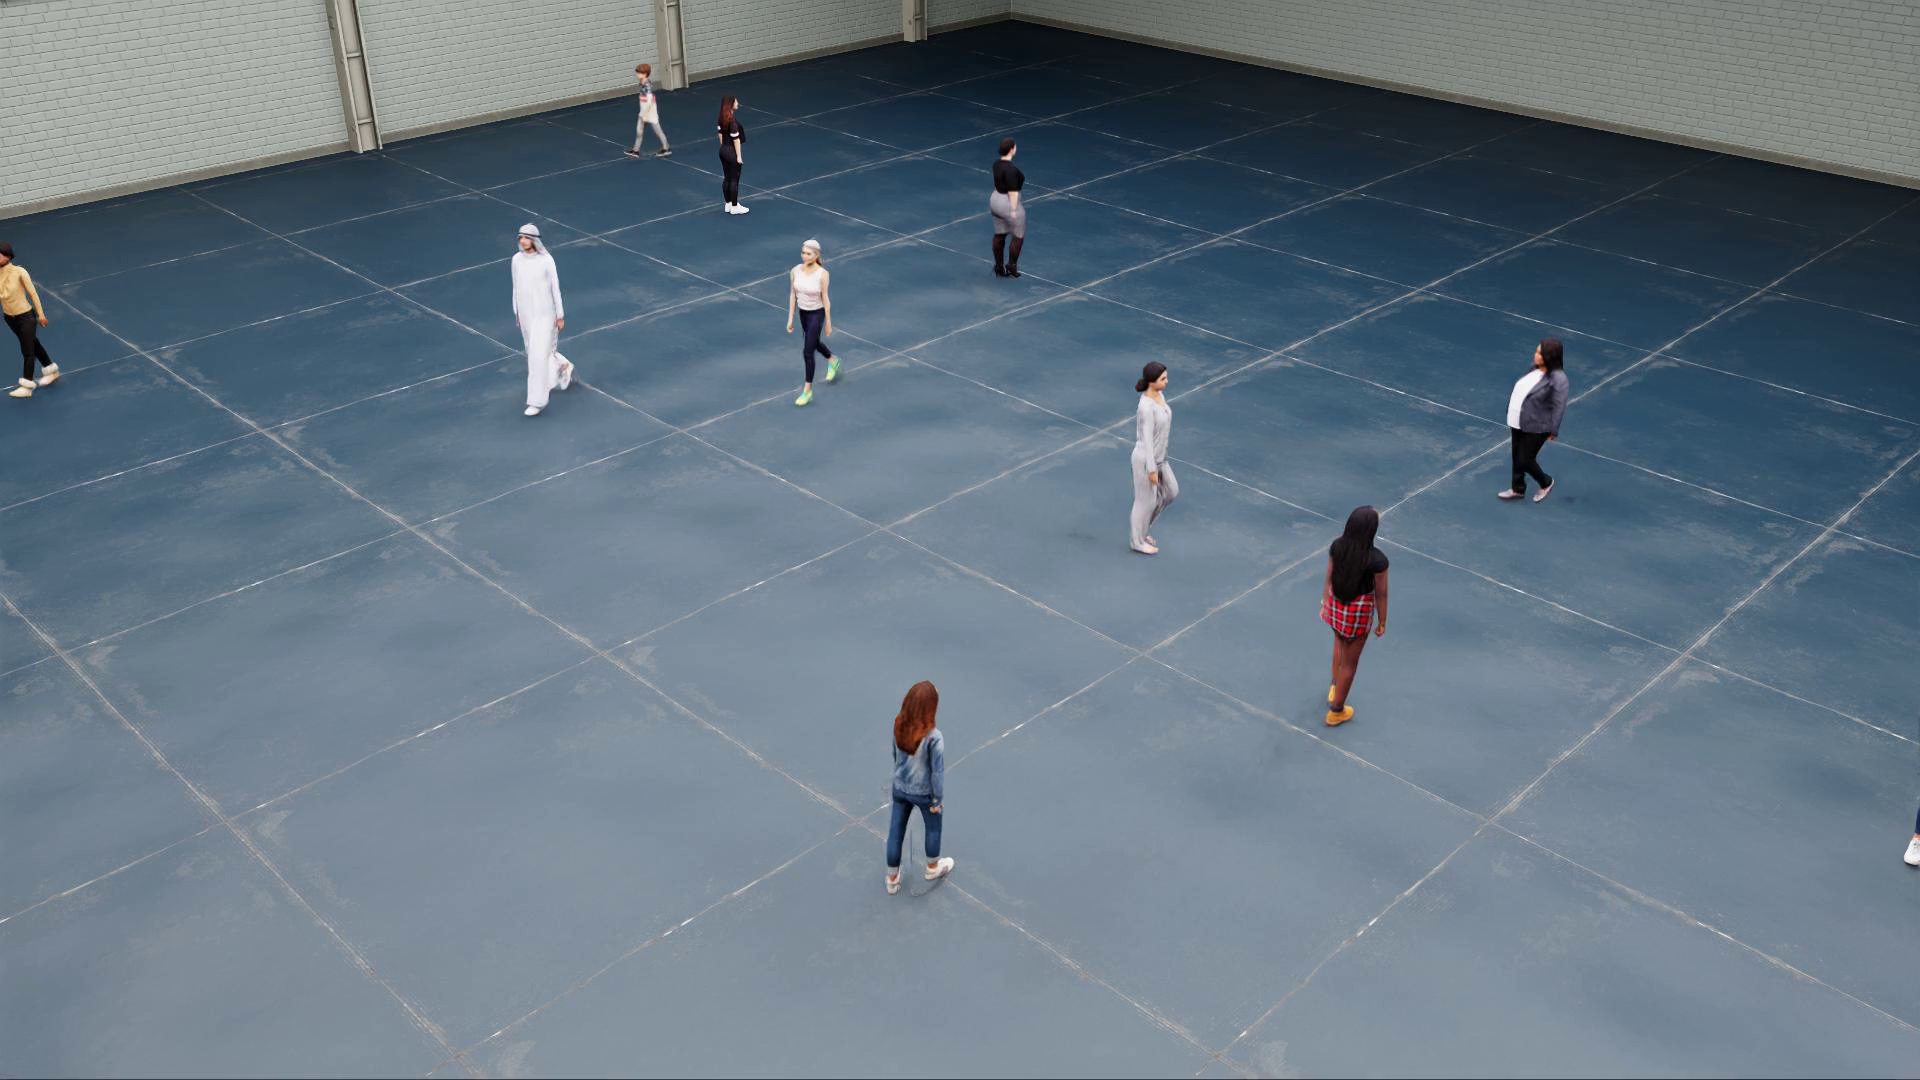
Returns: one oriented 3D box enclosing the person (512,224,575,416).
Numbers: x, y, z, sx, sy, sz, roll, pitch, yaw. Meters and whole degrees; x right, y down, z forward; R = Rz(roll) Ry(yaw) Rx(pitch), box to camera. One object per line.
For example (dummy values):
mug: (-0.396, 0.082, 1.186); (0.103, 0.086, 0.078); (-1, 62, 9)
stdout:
person: (-4.263, -2.303, 17.011); (1.021, 1.893, 1.305); (11, 30, 19)

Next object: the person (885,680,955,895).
person: (-0.312, 1.548, 10.247); (0.643, 1.456, 0.748); (16, 32, 27)

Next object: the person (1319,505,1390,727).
person: (2.729, 0.574, 11.807); (0.616, 1.708, 0.698); (22, 35, 36)

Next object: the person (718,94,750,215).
person: (-3.169, -5.345, 22.996); (0.622, 1.638, 0.639); (-19, 33, -31)

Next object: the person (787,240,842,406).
person: (-1.492, -2.309, 17.264); (0.777, 1.667, 1.217); (17, 32, 29)

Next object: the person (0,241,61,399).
person: (-9.754, -2.343, 17.375); (0.944, 1.623, 1.124); (6, 29, 12)

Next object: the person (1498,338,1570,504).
person: (5.242, -1.072, 15.031); (0.909, 1.583, 0.846); (-6, 29, -12)

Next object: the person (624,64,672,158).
person: (-4.723, -6.572, 25.550); (0.977, 1.403, 0.626); (-18, 33, -30)

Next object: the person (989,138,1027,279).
person: (0.500, -4.051, 20.454); (0.711, 1.742, 0.744); (-14, 31, -25)

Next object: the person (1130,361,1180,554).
person: (1.533, -0.697, 14.137); (0.784, 1.761, 0.681); (11, 30, 19)
